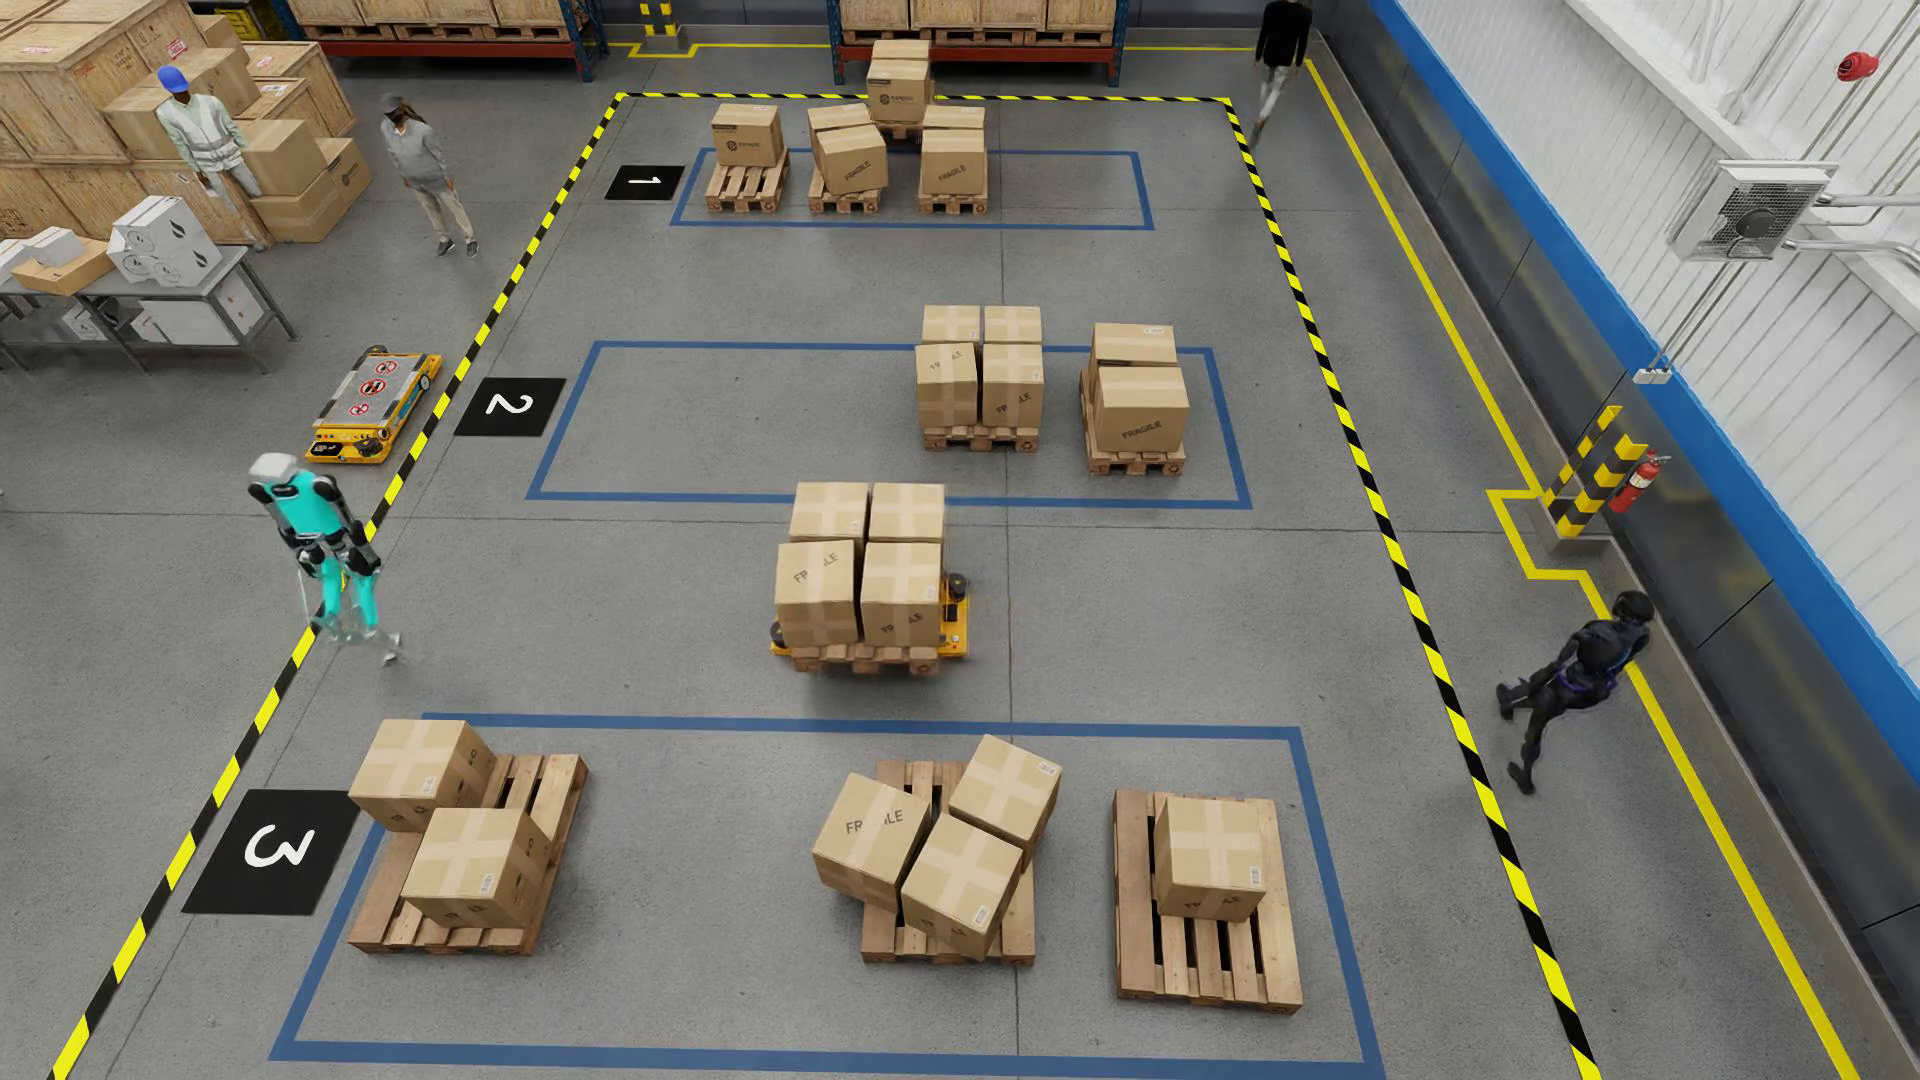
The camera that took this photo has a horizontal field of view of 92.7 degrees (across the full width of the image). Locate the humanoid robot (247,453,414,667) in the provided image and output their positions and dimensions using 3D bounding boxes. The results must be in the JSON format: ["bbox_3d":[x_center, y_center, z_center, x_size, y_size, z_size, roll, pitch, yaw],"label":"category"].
[{"bbox_3d":[-4.244,0.312,6.200,0.557,1.866,0.788,-1,50,-1],"label":"humanoid robot"}]

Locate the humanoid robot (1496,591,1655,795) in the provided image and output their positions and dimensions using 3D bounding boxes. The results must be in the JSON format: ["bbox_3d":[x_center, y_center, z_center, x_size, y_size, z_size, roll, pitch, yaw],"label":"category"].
[{"bbox_3d":[3.779,0.882,5.732,0.614,1.621,0.785,-6,50,-5],"label":"humanoid robot"}]

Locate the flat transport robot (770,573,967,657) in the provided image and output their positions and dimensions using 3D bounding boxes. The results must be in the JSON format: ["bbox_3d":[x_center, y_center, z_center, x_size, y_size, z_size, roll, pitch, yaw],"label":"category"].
[{"bbox_3d":[-0.666,0.547,6.886,1.431,0.197,0.652,1,50,1],"label":"flat transport robot"}]

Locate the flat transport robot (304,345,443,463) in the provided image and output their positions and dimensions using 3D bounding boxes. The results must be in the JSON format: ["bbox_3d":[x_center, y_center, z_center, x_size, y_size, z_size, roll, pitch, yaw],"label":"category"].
[{"bbox_3d":[-5.383,-1.269,8.441,0.659,0.231,1.431,1,50,1],"label":"flat transport robot"}]

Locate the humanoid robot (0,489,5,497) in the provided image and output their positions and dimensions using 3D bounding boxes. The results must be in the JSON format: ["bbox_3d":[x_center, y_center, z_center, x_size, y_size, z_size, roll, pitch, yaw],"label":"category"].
[{"bbox_3d":[-8.308,-0.839,7.164,0.926,1.767,0.534,-16,52,-13],"label":"humanoid robot"}]

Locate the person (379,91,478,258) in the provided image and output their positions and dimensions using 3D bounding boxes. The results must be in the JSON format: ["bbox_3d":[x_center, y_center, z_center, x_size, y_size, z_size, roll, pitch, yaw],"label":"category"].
[{"bbox_3d":[-5.581,-3.814,9.610,0.562,1.769,0.392,4,50,4],"label":"person"}]

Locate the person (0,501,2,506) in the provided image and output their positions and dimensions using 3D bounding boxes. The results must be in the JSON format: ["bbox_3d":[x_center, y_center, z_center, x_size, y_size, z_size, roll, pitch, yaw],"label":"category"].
[{"bbox_3d":[-8.228,-0.773,6.963,0.343,1.882,0.578,-14,51,-11],"label":"person"}]

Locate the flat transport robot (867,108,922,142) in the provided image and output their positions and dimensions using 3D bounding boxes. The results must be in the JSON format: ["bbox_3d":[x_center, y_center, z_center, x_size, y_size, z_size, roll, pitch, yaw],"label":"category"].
[{"bbox_3d":[-0.697,-5.408,11.925,1.431,0.197,0.652,1,50,1],"label":"flat transport robot"}]

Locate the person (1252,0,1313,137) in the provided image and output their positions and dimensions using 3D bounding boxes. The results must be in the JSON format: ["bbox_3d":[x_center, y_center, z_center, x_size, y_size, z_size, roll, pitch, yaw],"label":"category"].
[{"bbox_3d":[3.954,-6.003,11.406,0.588,1.858,0.786,24,54,19],"label":"person"}]

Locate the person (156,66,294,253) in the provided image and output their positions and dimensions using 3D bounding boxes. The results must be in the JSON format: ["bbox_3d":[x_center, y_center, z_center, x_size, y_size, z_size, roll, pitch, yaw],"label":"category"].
[{"bbox_3d":[-7.765,-3.988,9.650,0.602,1.939,0.412,-32,57,-24],"label":"person"}]
